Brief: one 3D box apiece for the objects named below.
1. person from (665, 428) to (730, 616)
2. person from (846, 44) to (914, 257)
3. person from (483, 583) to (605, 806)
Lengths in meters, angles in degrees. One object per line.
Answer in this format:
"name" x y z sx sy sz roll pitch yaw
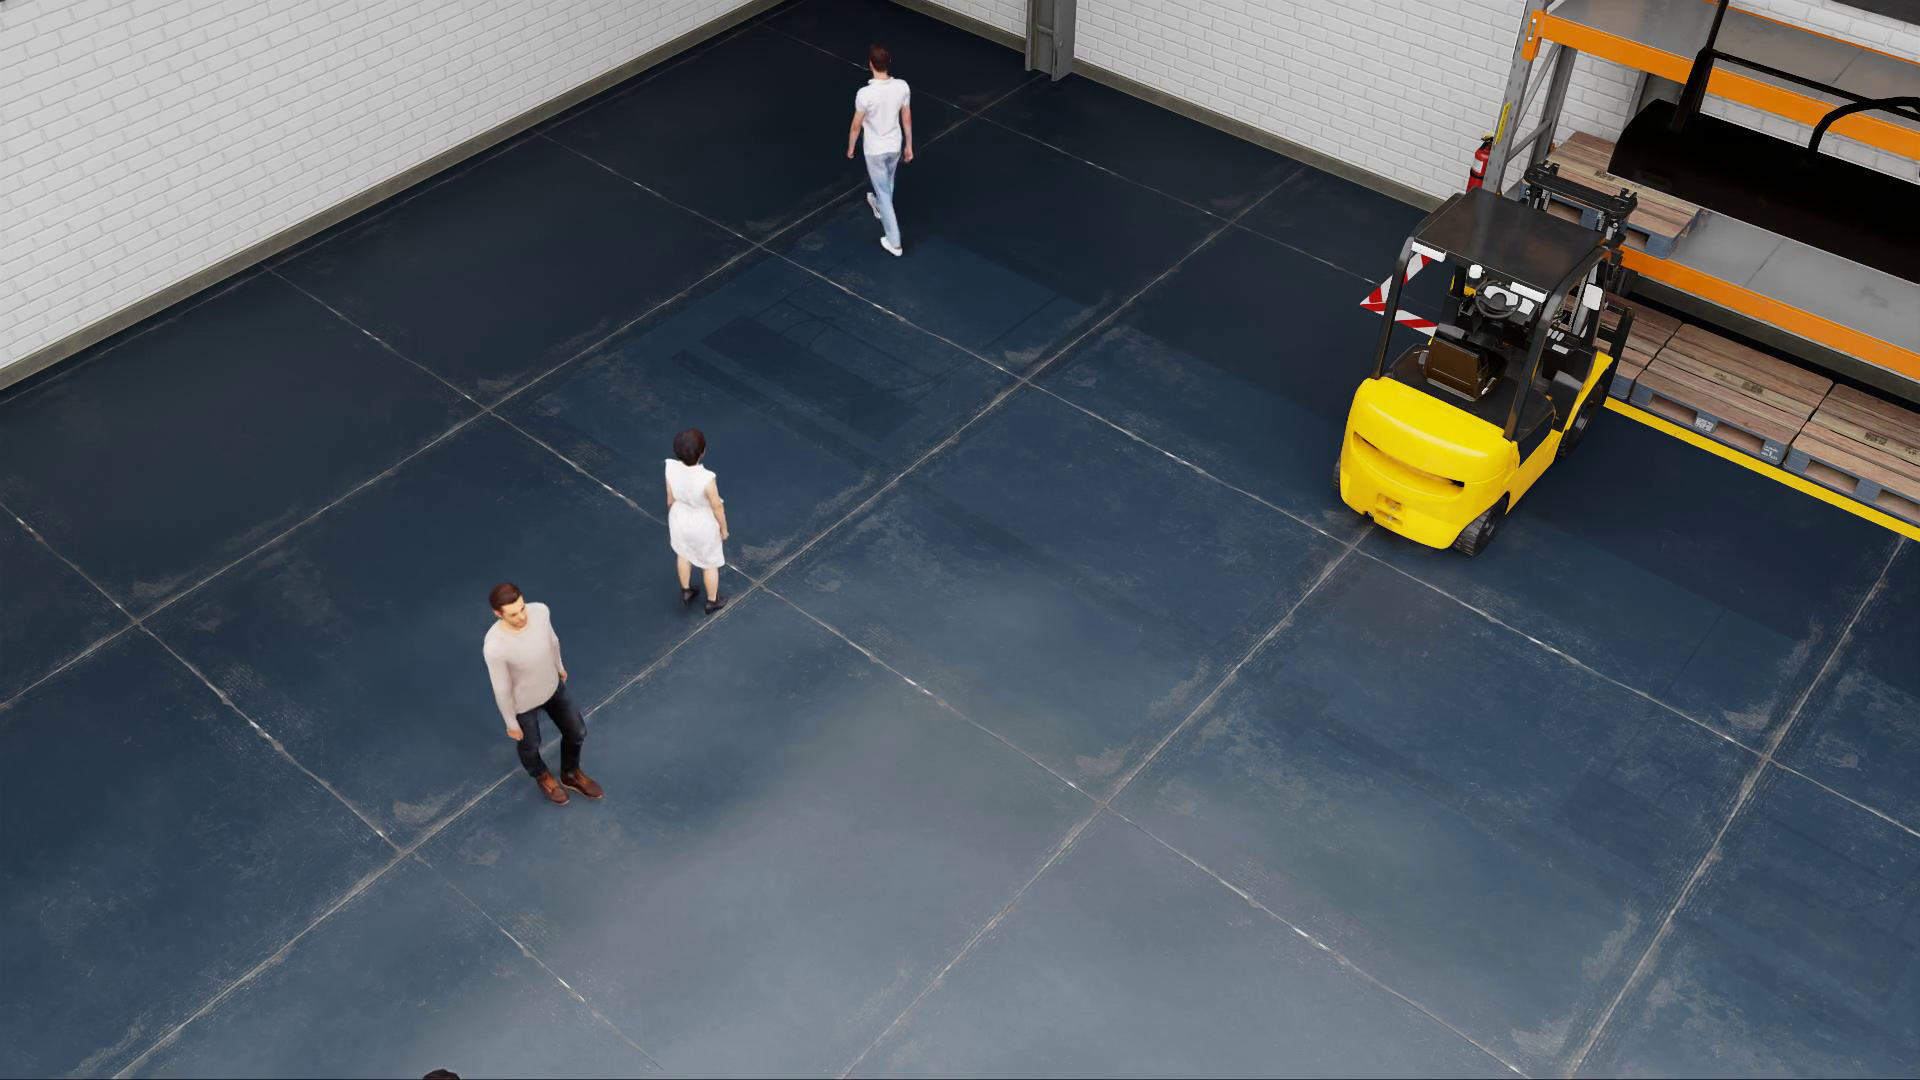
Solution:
"person" -1.745 -0.097 10.956 0.570 1.551 0.720 16 46 16
"person" -0.606 -3.247 14.068 0.854 1.819 1.151 -25 49 -24
"person" -2.555 0.861 9.732 0.683 1.851 0.702 27 50 26
